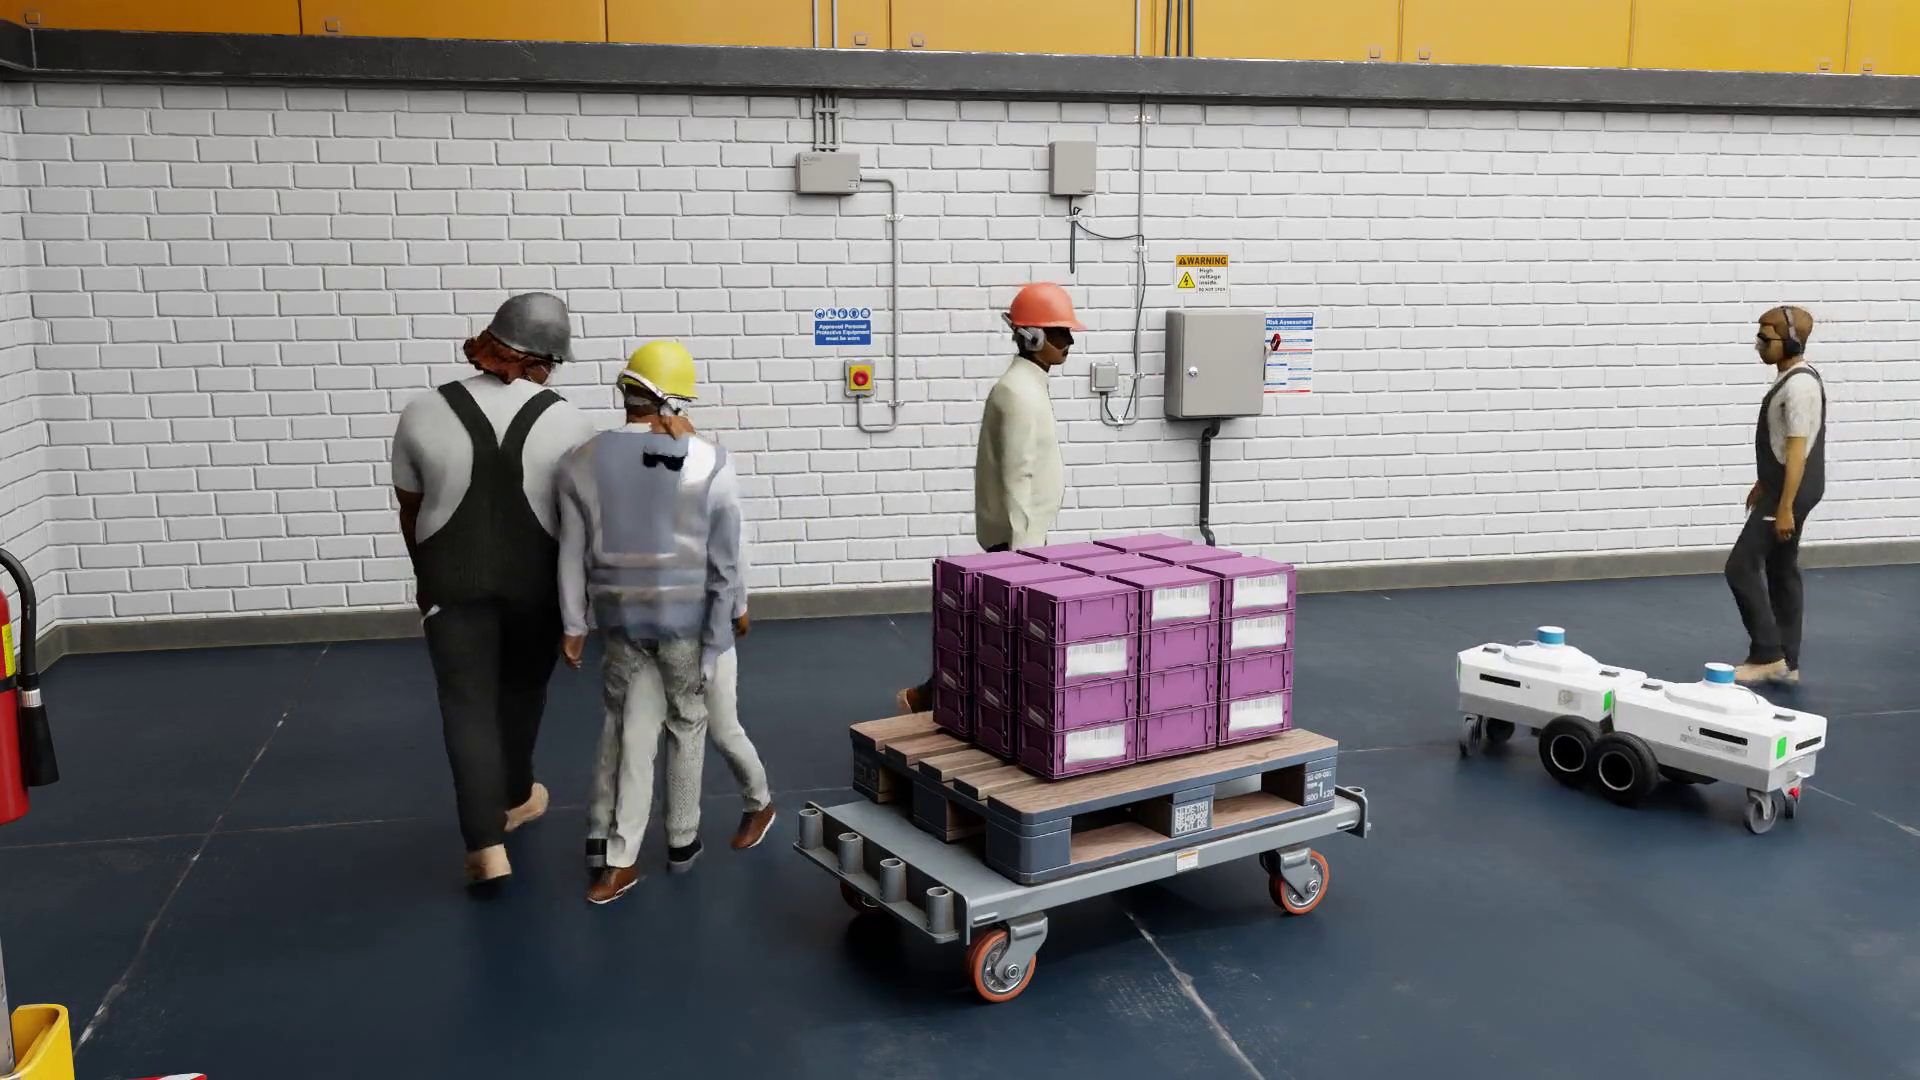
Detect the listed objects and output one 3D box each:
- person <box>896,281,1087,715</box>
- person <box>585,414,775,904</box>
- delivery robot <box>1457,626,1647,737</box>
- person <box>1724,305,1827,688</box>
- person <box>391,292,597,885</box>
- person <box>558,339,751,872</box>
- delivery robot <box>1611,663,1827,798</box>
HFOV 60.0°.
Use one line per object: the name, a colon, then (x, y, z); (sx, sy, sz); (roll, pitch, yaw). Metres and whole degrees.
person: (0.155, -0.033, 6.599); (0.689, 1.972, 0.633); (1, 10, 5)
person: (-0.917, 0.344, 5.582); (0.488, 1.589, 0.839); (4, 11, 21)
delivery robot: (2.398, 0.596, 6.785); (0.477, 0.478, 0.707); (-9, 14, -41)
person: (3.850, -0.199, 7.928); (0.477, 1.833, 0.566); (6, 12, 30)
person: (-1.555, 0.106, 5.643); (0.674, 2.000, 0.951); (-2, 11, -13)
person: (-1.002, 0.239, 5.550); (0.623, 1.806, 0.473); (1, 10, 7)
delivery robot: (2.812, 0.703, 6.193); (0.477, 0.478, 0.707); (-7, 13, -36)
